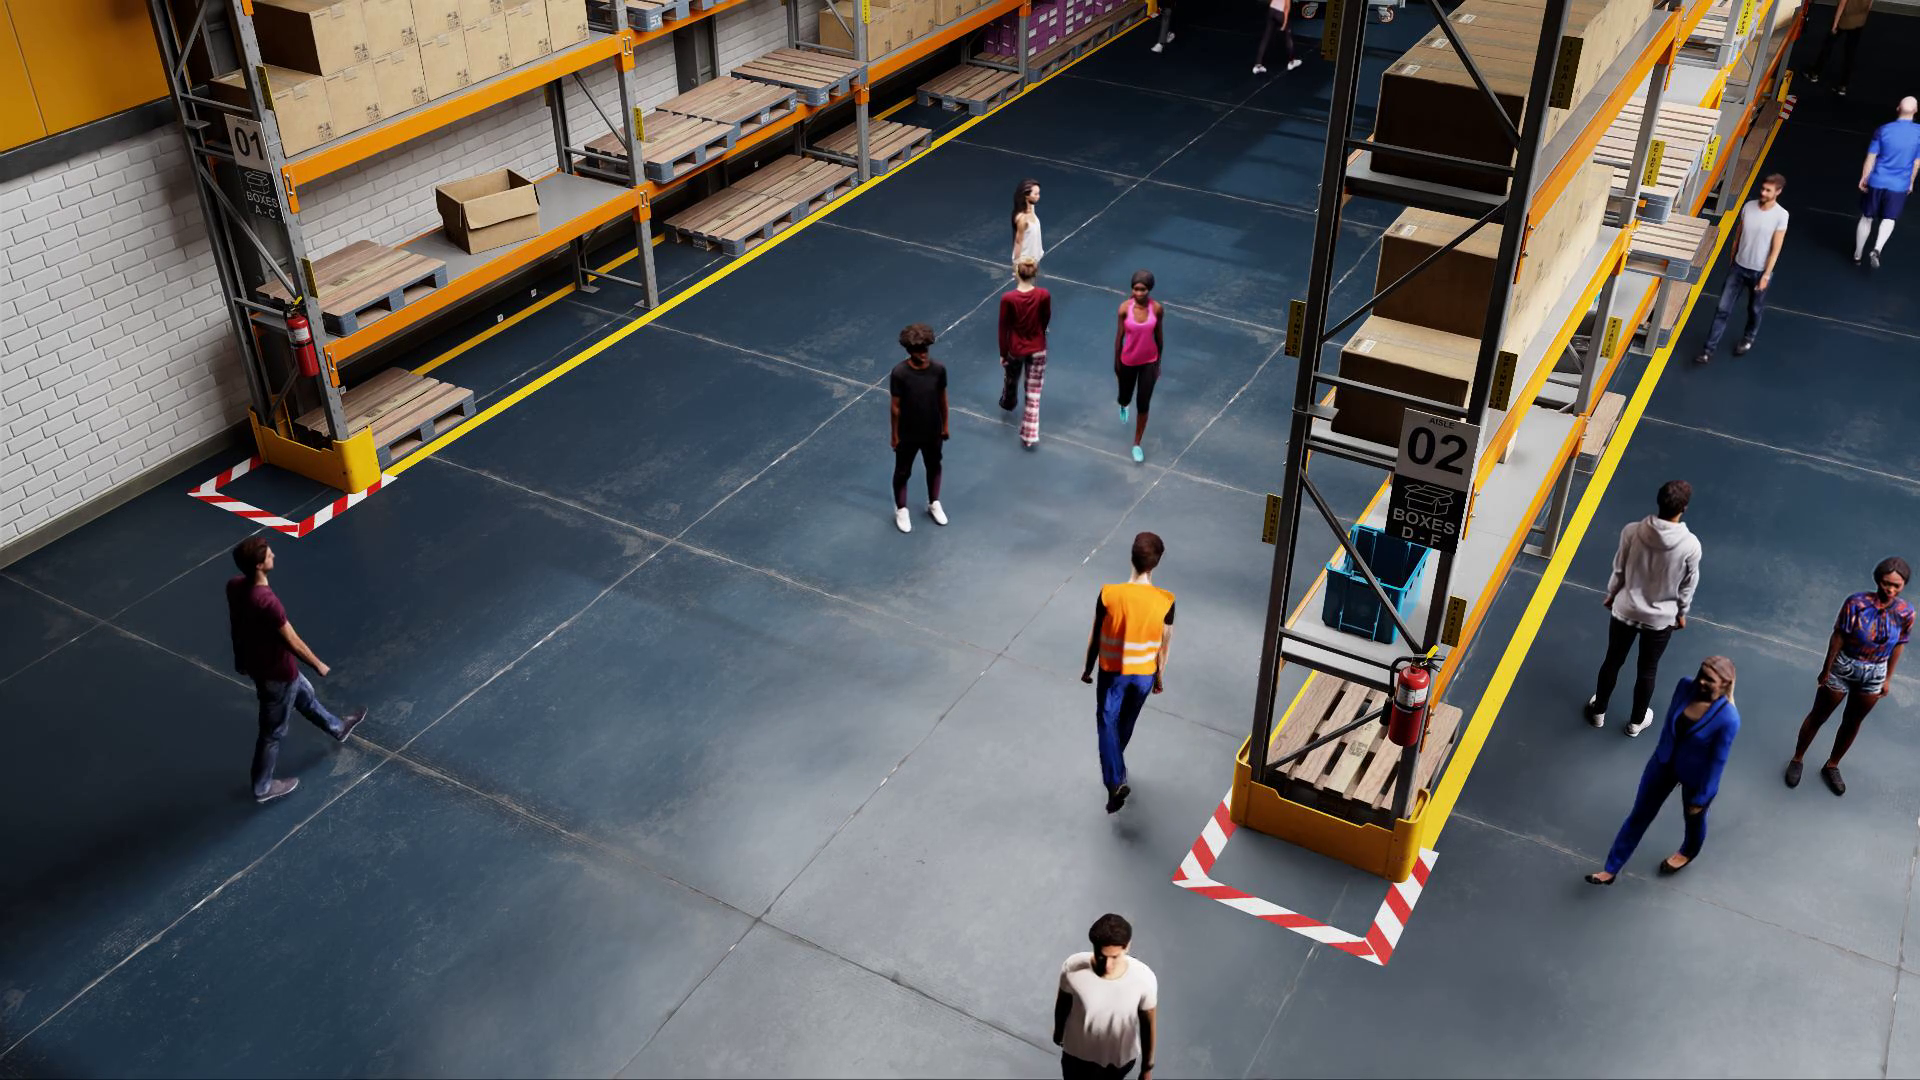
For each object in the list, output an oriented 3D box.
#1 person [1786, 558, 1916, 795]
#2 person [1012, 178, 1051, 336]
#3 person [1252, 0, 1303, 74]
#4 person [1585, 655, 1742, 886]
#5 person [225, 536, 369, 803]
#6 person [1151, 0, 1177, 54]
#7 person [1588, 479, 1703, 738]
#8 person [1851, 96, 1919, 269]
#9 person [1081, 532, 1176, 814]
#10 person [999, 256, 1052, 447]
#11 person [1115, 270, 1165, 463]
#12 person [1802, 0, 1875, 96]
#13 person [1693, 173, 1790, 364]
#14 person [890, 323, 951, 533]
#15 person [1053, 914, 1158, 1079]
[{"bbox_3d":[5.657,0.852,10.507,0.646,1.743,0.607,8,34,11],"label":"person"},{"bbox_3d":[0.623,-2.675,15.894,0.673,1.651,0.615,-6,34,-8],"label":"person"},{"bbox_3d":[4.280,-7.128,22.631,1.104,1.611,0.791,-25,41,-32],"label":"person"},{"bbox_3d":[4.352,1.360,9.816,1.193,1.661,1.004,-17,37,-24],"label":"person"},{"bbox_3d":[-4.400,0.854,10.453,0.854,1.799,1.215,27,42,34],"label":"person"},{"bbox_3d":[2.979,-7.838,23.606,0.627,1.715,1.135,18,38,25],"label":"person"},{"bbox_3d":[4.507,0.453,10.938,0.665,1.930,0.572,17,37,24],"label":"person"},{"bbox_3d":[9.599,-3.656,17.210,0.699,1.830,0.887,16,37,22],"label":"person"},{"bbox_3d":[1.053,0.868,10.386,0.982,1.849,1.163,2,34,3],"label":"person"},{"bbox_3d":[0.584,-1.593,14.256,0.979,1.664,1.140,-3,34,-5],"label":"person"},{"bbox_3d":[1.508,-1.539,14.136,0.843,1.706,1.026,0,34,0],"label":"person"},{"bbox_3d":[11.789,-6.793,21.939,1.075,1.820,1.209,-3,34,-5],"label":"person"},{"bbox_3d":[7.435,-2.525,15.520,0.828,1.817,1.243,29,43,36],"label":"person"},{"bbox_3d":[-0.323,-0.915,13.134,0.719,1.777,0.790,-11,35,-15],"label":"person"},{"bbox_3d":[0.710,2.415,8.202,0.917,1.690,1.142,4,34,6],"label":"person"}]
